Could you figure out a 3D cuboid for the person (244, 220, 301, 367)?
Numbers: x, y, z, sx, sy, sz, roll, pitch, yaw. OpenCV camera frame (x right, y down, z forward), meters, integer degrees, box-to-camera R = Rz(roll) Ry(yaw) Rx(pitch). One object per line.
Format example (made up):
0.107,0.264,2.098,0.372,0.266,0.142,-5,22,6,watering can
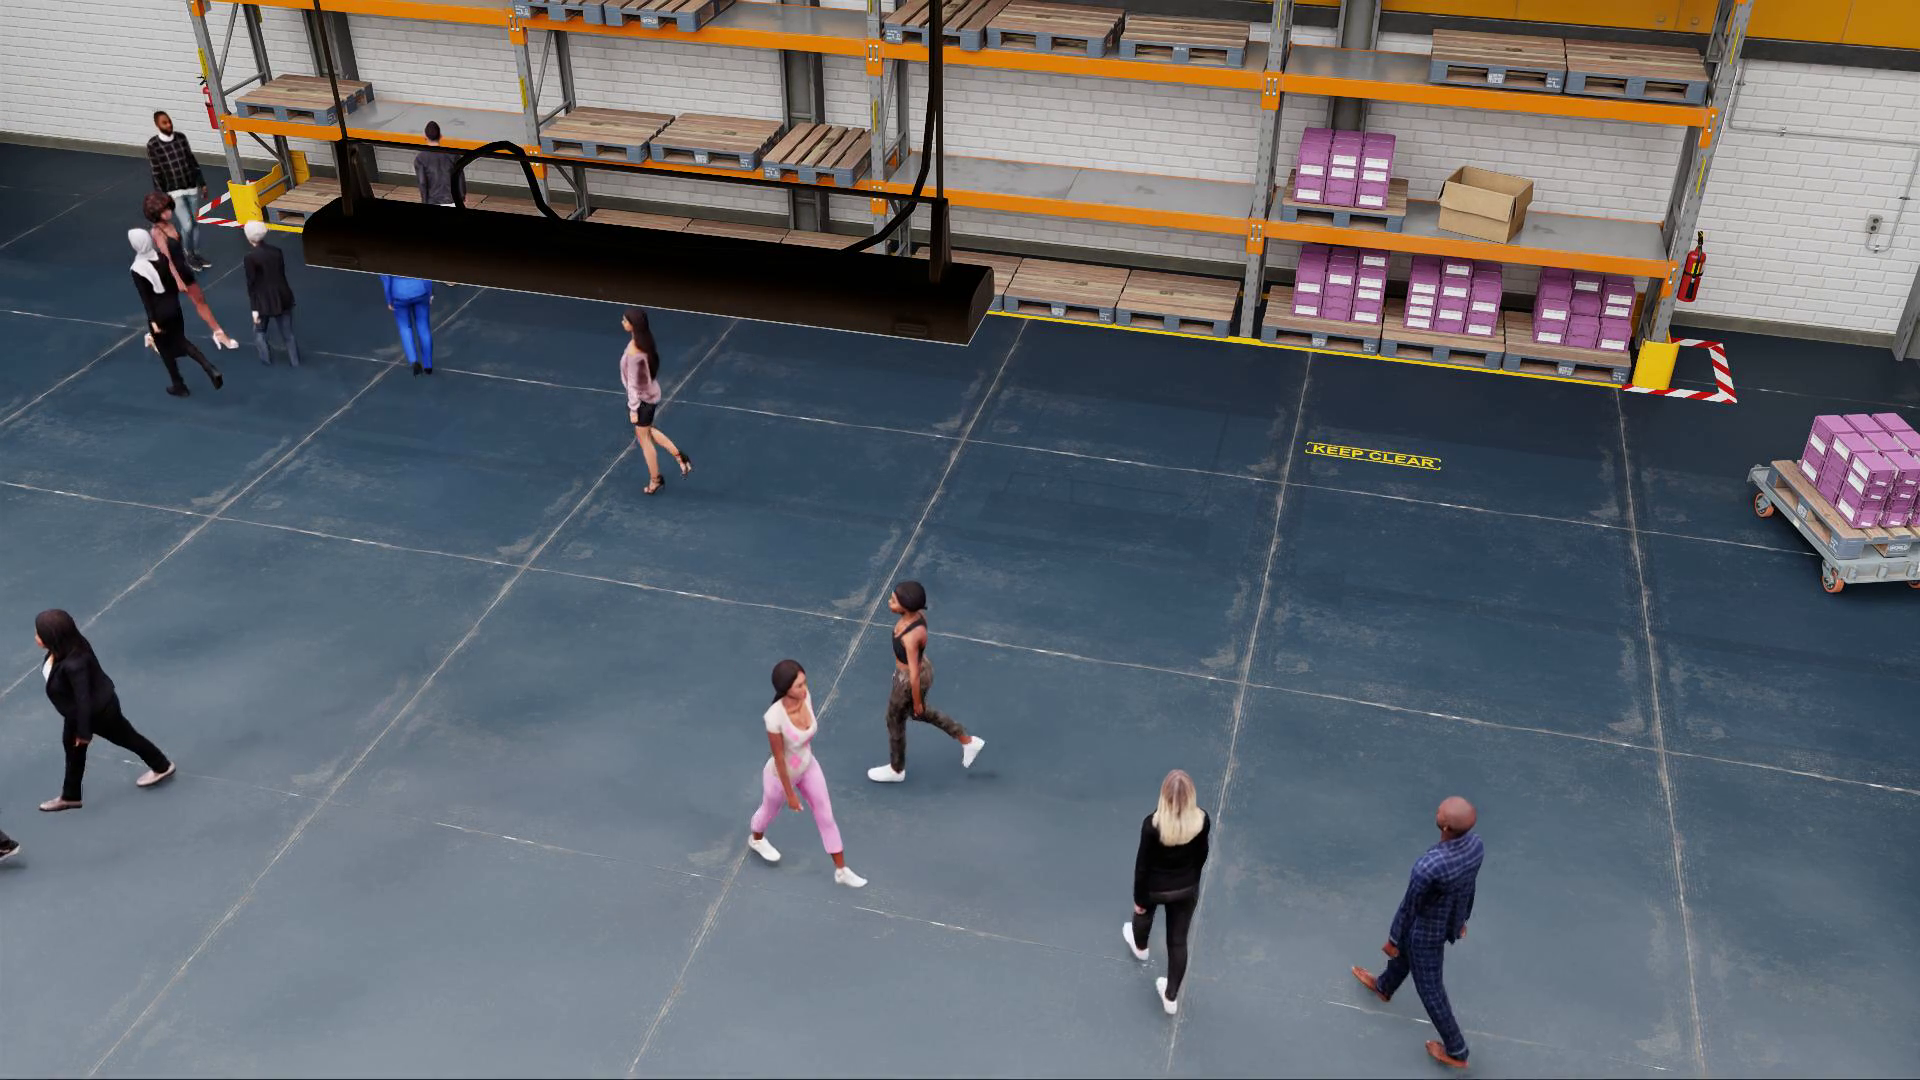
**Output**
-6.839,-2.303,16.614,0.855,1.764,0.890,23,40,30,person

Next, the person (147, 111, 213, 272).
-8.716,-3.899,18.470,0.752,1.812,0.777,20,39,28,person

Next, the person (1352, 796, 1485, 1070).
2.707,2.205,9.316,1.099,1.778,1.243,-23,40,-31,person

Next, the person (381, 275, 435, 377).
-5.344,-2.331,16.224,0.821,1.687,0.874,-12,36,-18,person

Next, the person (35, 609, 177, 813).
-5.737,1.106,11.156,1.106,1.572,1.140,-25,41,-33,person

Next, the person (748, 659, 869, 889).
-1.140,1.464,10.509,1.220,1.692,0.881,23,40,30,person

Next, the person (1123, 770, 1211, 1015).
1.230,2.085,9.604,0.971,1.661,0.930,-6,34,-9,person

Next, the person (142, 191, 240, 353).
-7.936,-2.600,16.578,1.198,1.743,0.864,-5,34,-7,person

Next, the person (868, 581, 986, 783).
-0.234,0.976,11.261,1.082,1.673,0.710,1,34,2,person

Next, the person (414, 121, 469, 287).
-5.589,-3.657,18.084,0.721,1.837,0.790,-16,37,-23,person

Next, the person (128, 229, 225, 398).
-7.488,-2.120,15.839,0.956,1.762,0.683,12,35,17,person

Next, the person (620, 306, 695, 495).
-2.627,-1.181,14.391,0.812,1.801,0.710,1,34,2,person
